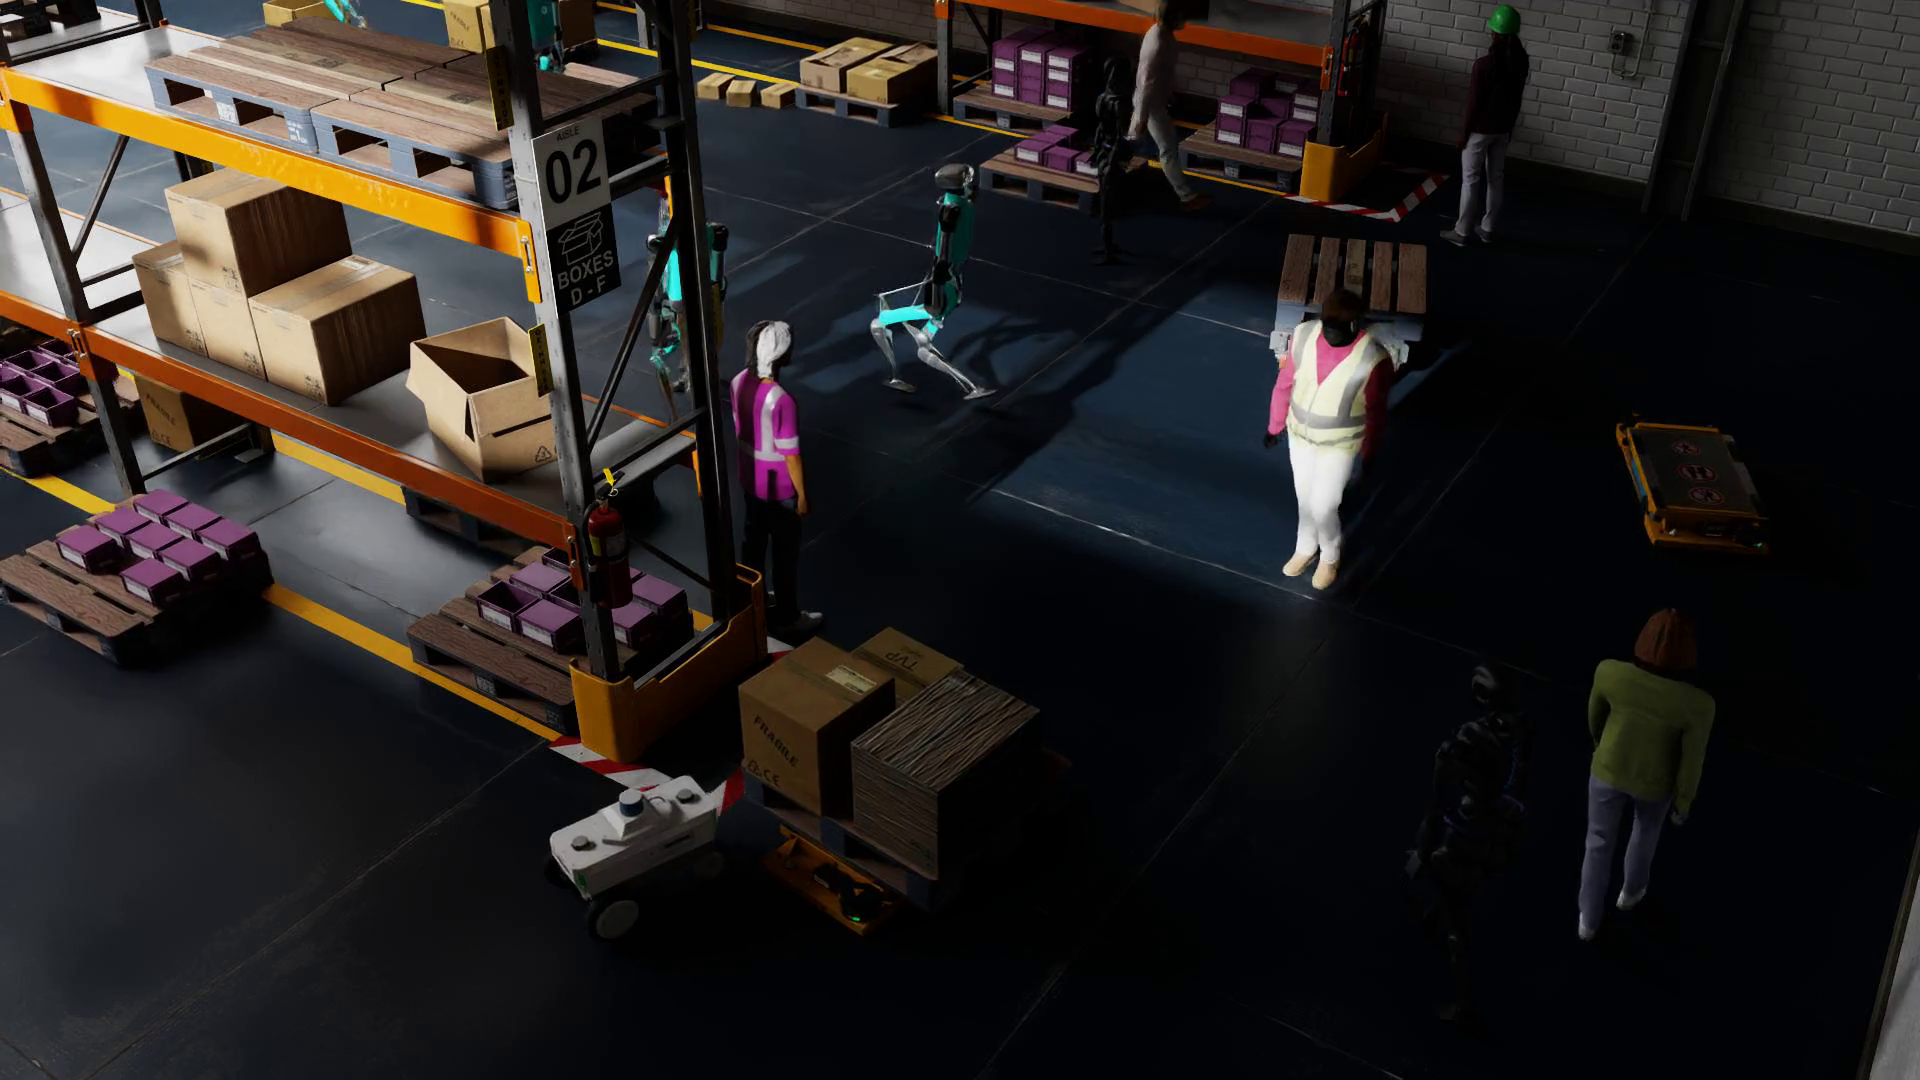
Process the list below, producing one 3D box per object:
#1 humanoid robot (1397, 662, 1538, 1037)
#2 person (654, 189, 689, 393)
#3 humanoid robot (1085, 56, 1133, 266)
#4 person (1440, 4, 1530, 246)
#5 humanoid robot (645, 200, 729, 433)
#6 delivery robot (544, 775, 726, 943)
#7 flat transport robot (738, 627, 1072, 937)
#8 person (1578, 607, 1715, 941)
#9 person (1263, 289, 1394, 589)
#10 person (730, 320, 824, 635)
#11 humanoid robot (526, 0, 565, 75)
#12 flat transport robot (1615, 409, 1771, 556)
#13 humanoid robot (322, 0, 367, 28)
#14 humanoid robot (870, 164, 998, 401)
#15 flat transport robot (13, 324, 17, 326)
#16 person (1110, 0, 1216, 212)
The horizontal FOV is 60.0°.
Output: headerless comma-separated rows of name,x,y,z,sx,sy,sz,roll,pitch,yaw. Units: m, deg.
humanoid robot,2.058,1.193,6.780,0.608,1.628,0.739,-18,37,-25
person,-1.898,-1.787,11.285,0.354,1.719,0.587,-15,36,-21
humanoid robot,1.180,-3.027,13.222,0.344,1.656,0.601,-4,33,-7
person,4.283,-3.320,13.433,0.491,1.955,0.422,-9,34,-14
humanoid robot,-1.821,-1.362,10.720,0.565,1.892,0.740,-20,38,-28
delivery robot,-1.463,1.381,7.484,0.785,0.589,0.499,-22,39,-30
flat transport robot,-0.212,1.280,7.906,0.659,0.231,1.431,25,40,33
person,2.893,0.983,7.125,0.503,1.609,0.613,17,37,24
person,2.022,-0.558,9.307,0.475,1.828,0.642,-28,42,-36
person,-1.005,-0.330,8.944,0.340,1.840,0.515,-27,41,-35
humanoid robot,-3.969,-4.338,15.303,0.738,1.895,0.543,21,38,29
flat transport robot,4.583,-0.374,10.447,0.659,0.231,1.431,5,33,8
humanoid robot,-6.554,-5.858,17.607,0.856,1.858,0.547,16,36,23
humanoid robot,-0.256,-1.675,11.134,1.022,1.753,0.541,10,34,14
flat transport robot,-7.164,-2.038,13.005,0.659,0.231,1.431,6,34,9
person,1.696,-3.667,14.039,1.029,1.873,0.750,4,33,7
